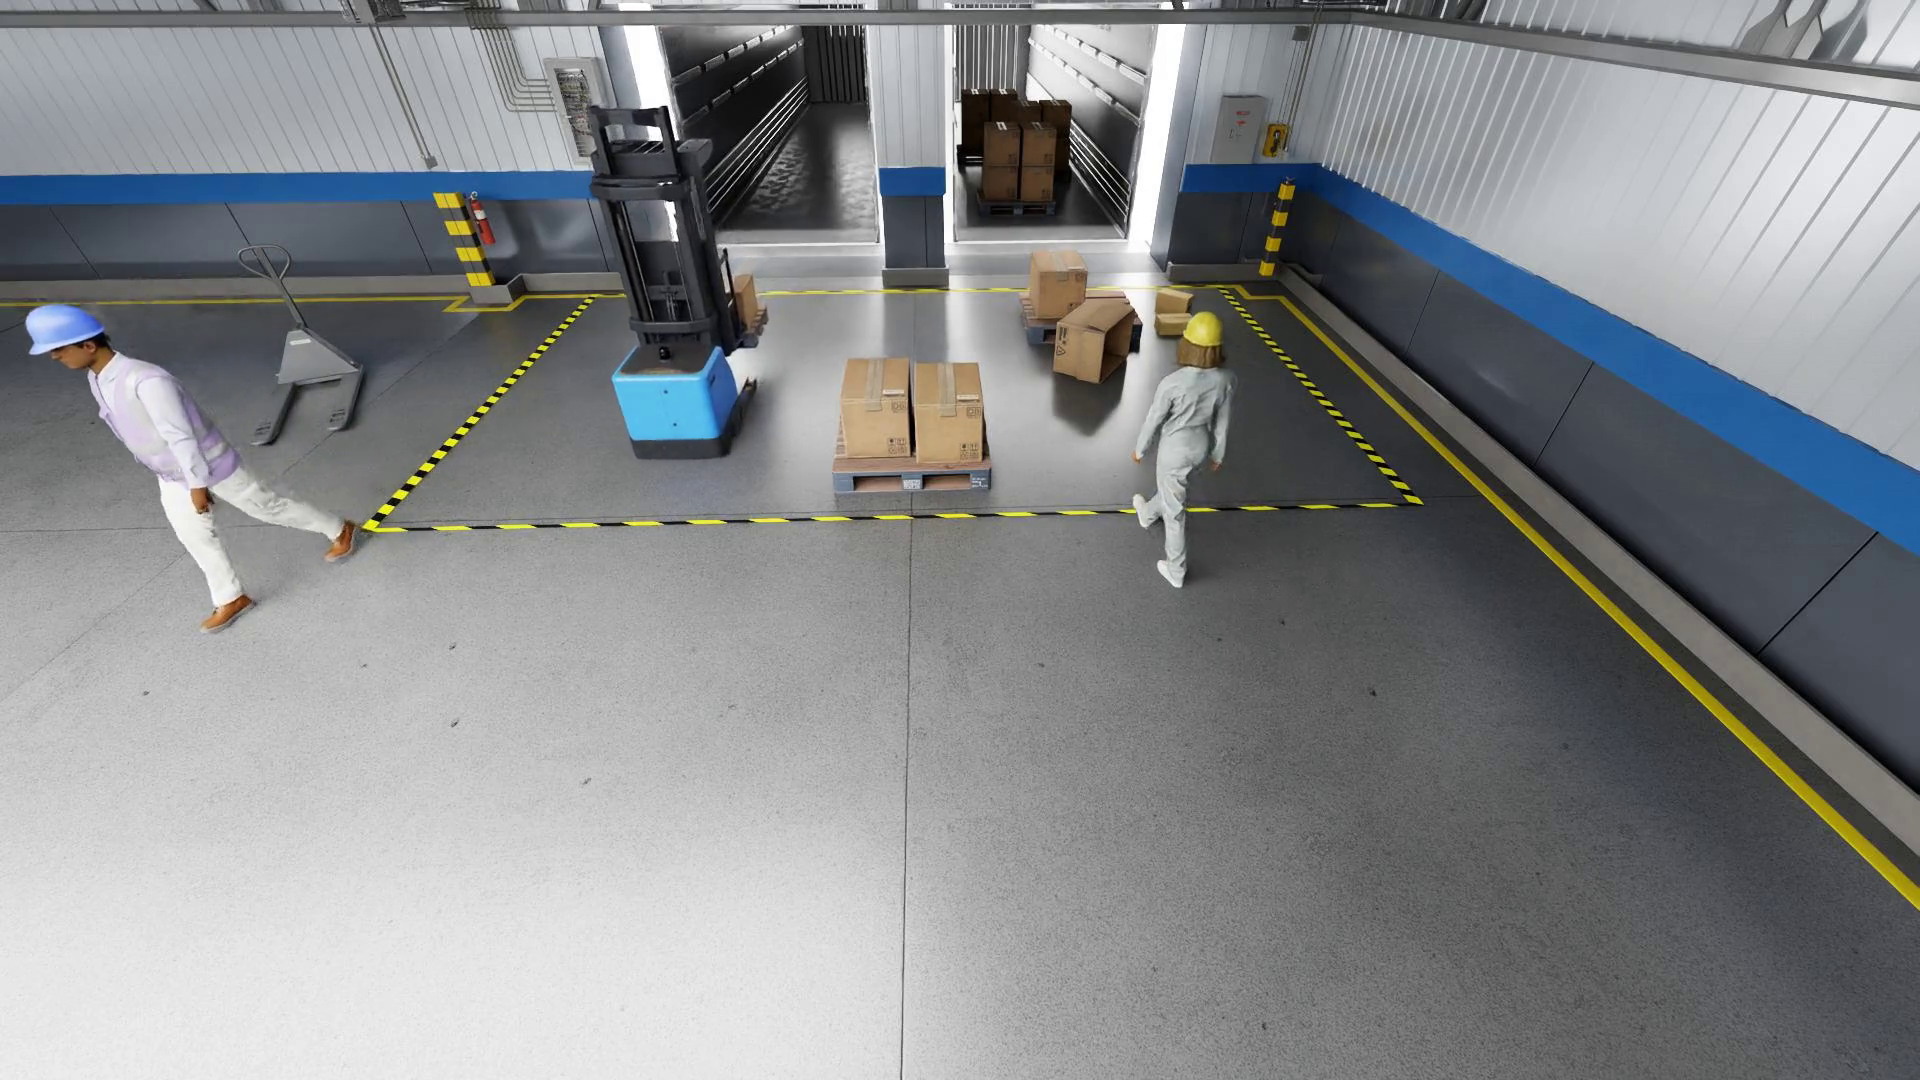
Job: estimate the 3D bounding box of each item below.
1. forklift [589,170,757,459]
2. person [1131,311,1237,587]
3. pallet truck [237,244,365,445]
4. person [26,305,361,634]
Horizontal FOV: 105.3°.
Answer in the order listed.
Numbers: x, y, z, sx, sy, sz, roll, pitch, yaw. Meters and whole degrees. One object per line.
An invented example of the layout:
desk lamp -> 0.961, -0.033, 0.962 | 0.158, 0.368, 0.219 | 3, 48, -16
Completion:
forklift -> -2.279, -1.686, 5.661 | 0.716, 2.013, 0.776 | -1, 38, -1
person -> 1.321, -0.604, 4.560 | 0.510, 1.698, 0.863 | -11, 40, -13
pallet truck -> -5.915, -1.733, 6.366 | 0.680, 1.201, 1.601 | -18, 42, -21
person -> -4.379, -0.444, 4.220 | 0.606, 1.895, 1.024 | 9, 39, 11
